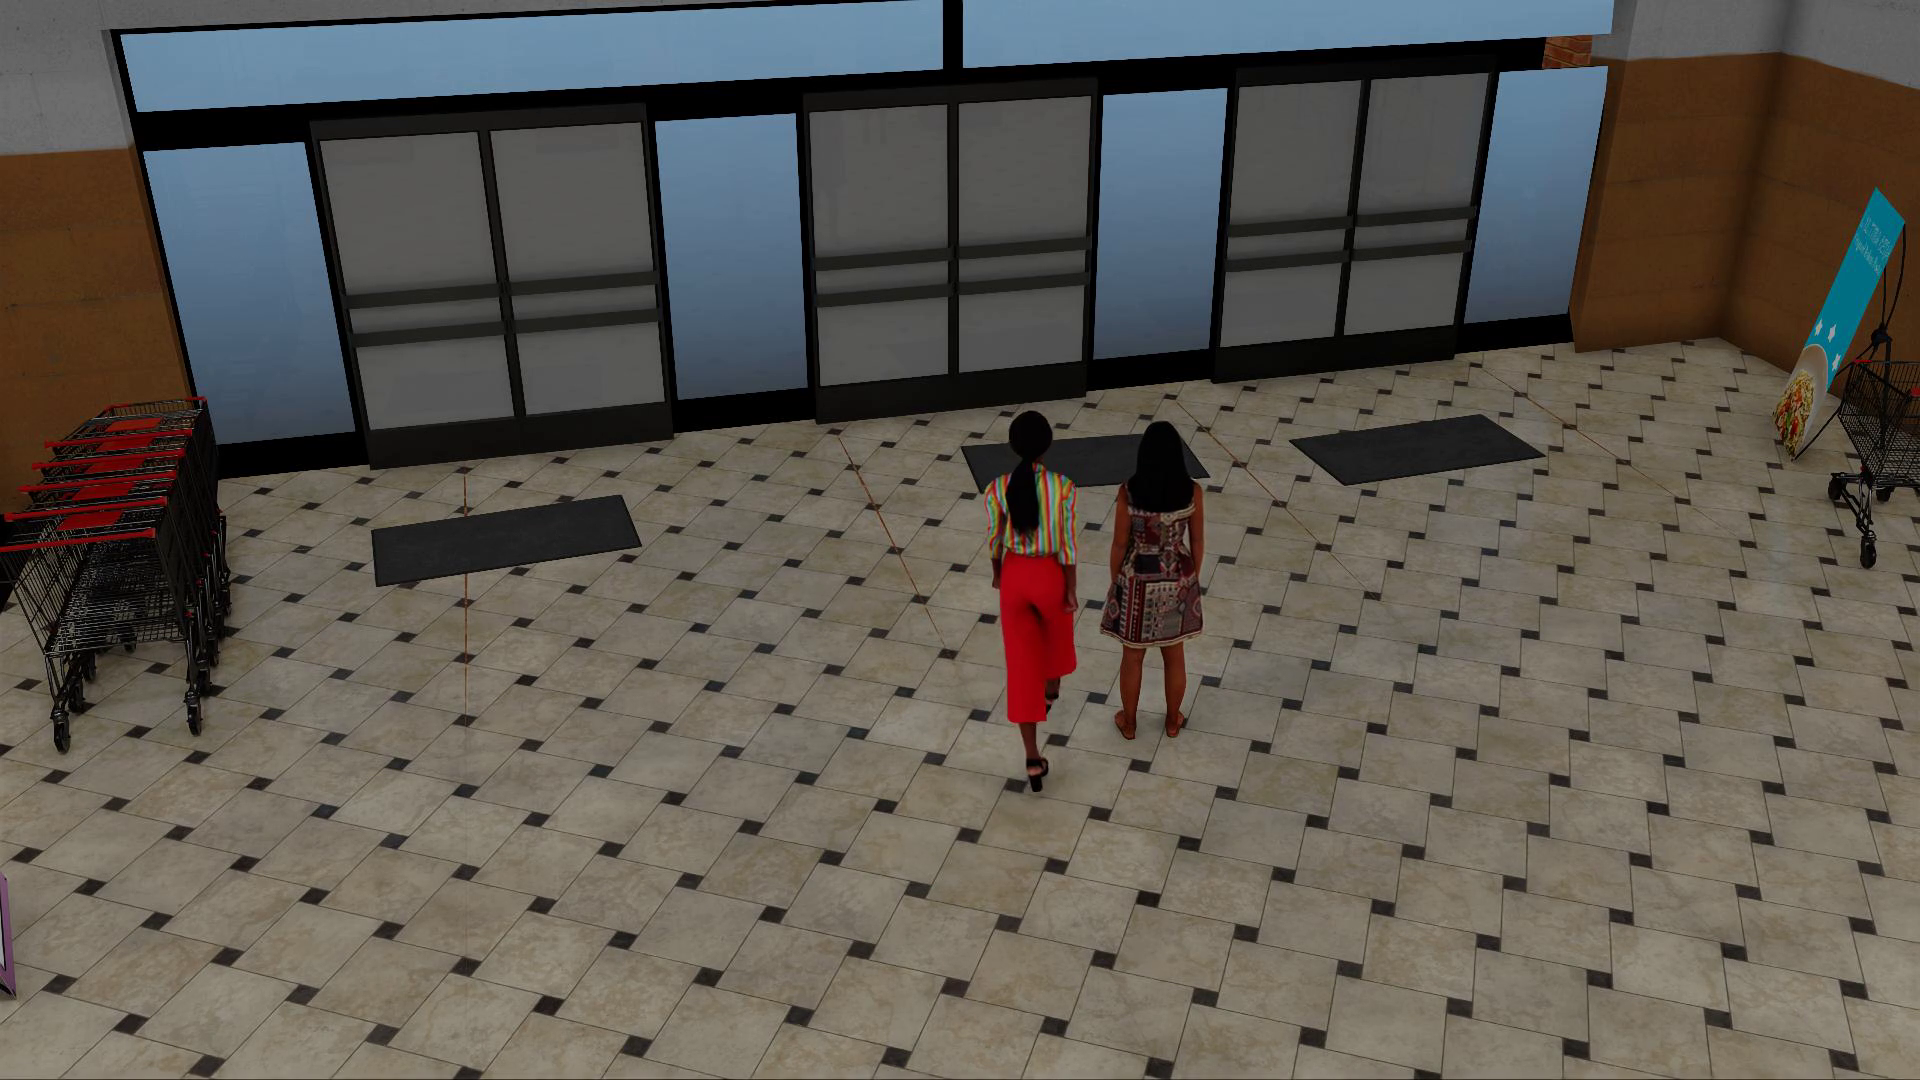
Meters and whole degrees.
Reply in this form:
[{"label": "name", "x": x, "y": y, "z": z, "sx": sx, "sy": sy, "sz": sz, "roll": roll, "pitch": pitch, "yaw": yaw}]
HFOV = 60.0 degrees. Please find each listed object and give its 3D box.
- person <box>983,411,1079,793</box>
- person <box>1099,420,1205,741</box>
[{"label": "person", "x": 0.317, "y": 0.329, "z": 7.528, "sx": 0.856, "sy": 1.747, "sz": 1.162, "roll": 3, "pitch": 27, "yaw": 7}, {"label": "person", "x": 0.919, "y": 0.199, "z": 7.898, "sx": 0.694, "sy": 1.644, "sz": 0.604, "roll": -1, "pitch": 27, "yaw": -3}]
